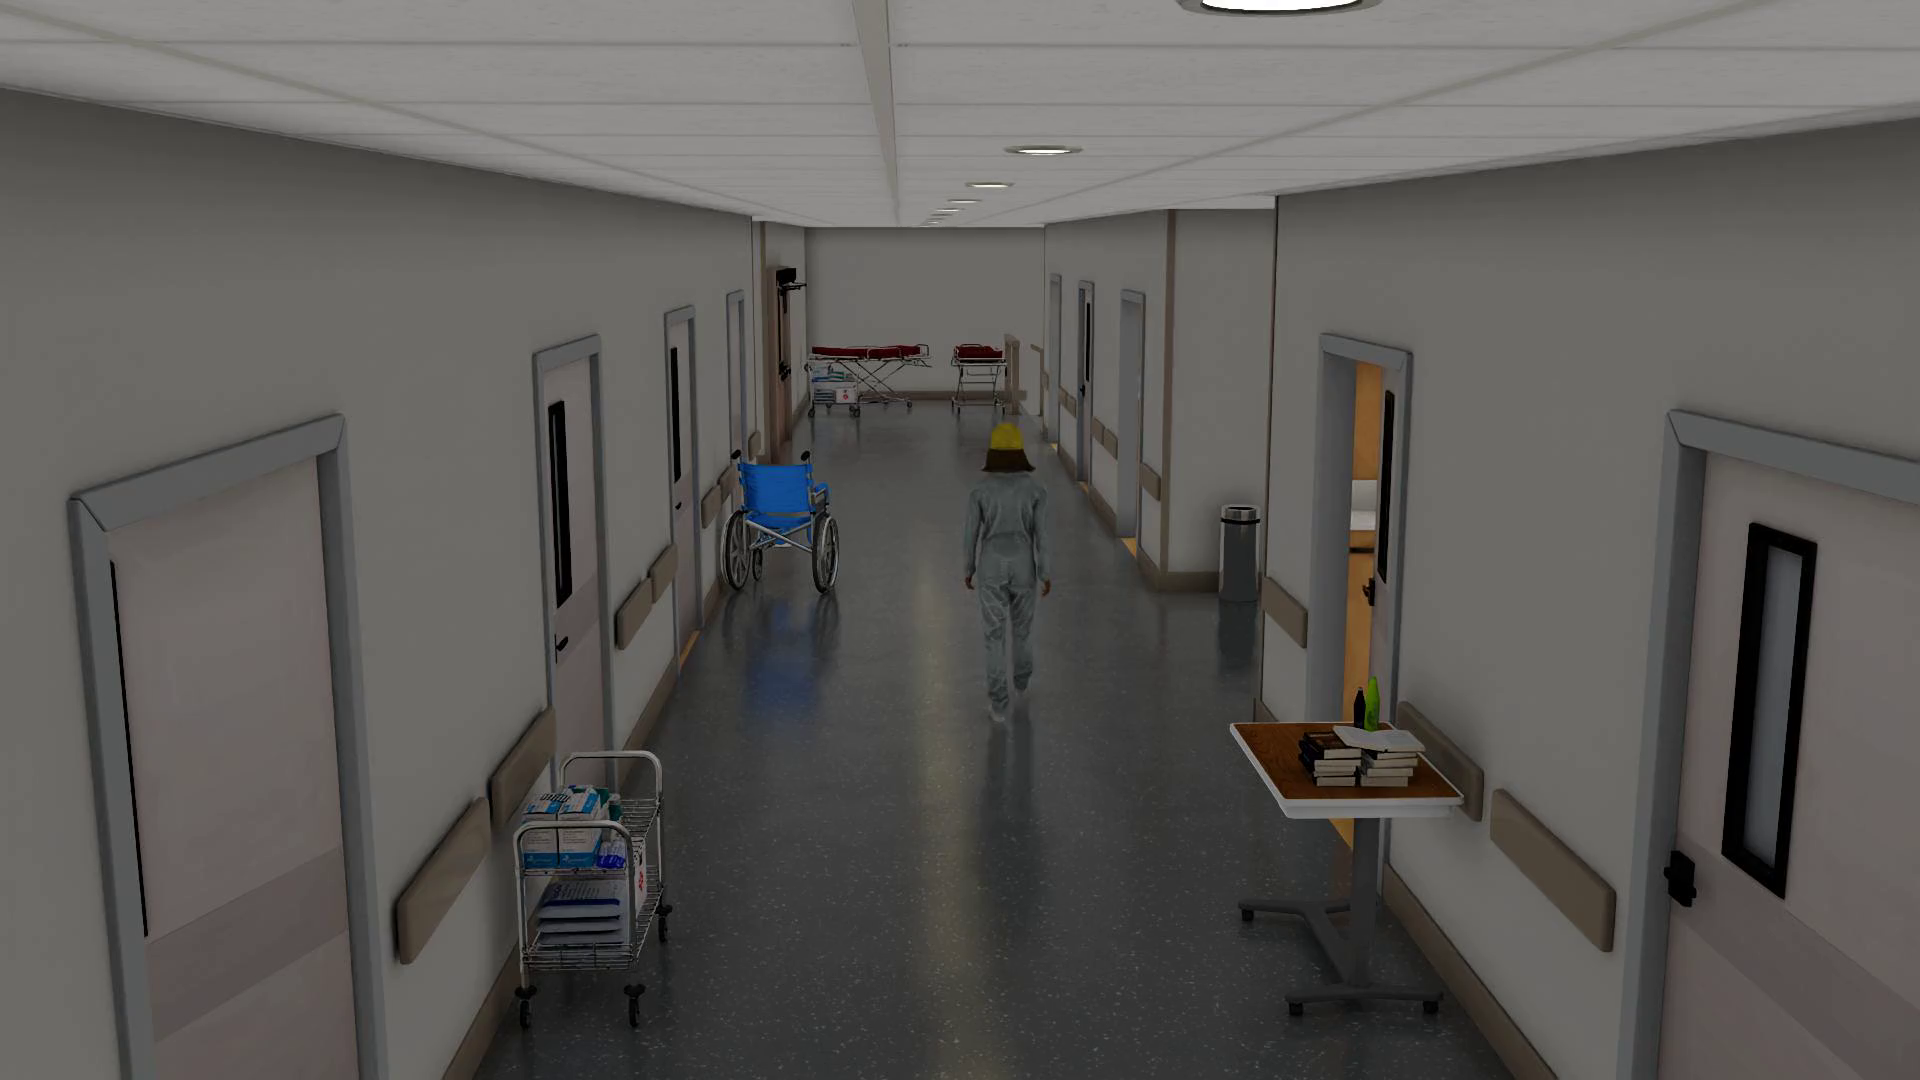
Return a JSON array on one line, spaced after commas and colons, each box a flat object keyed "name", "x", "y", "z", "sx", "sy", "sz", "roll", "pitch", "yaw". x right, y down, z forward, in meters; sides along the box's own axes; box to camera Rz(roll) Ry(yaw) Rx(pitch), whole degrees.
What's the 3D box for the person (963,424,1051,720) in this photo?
[{"name": "person", "x": 0.269, "y": 0.163, "z": 9.885, "sx": 0.507, "sy": 1.709, "sz": 0.793, "roll": 0, "pitch": 10, "yaw": -3}]
